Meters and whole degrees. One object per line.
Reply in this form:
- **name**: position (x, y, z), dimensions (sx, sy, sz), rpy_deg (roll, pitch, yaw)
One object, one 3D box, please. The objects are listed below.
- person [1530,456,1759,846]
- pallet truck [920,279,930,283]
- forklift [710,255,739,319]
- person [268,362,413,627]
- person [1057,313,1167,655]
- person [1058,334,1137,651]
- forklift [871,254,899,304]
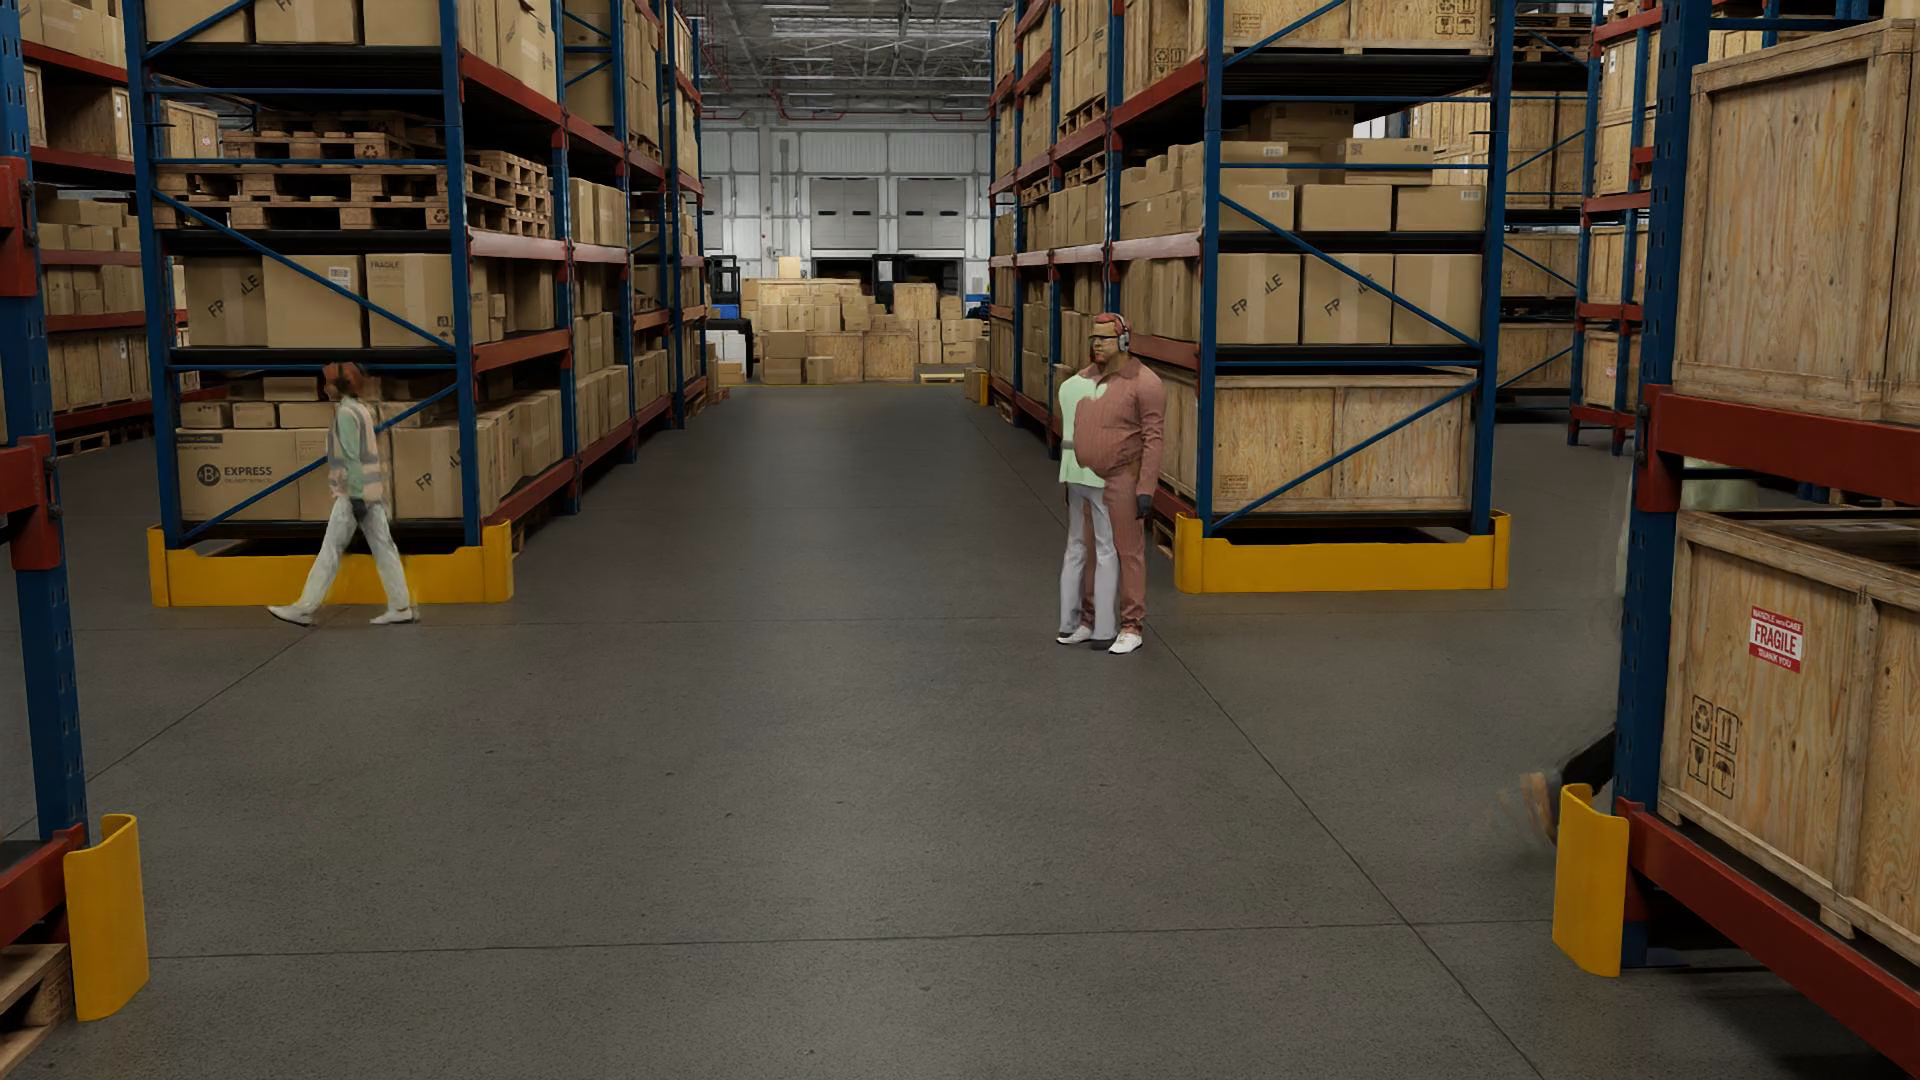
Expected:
- **person**: position (2.529, 0.207, 5.956), dimensions (0.898, 1.957, 0.629), rpy_deg (0, 9, -3)
- **pallet truck**: position (-0.932, -8.922, 63.114), dimensions (1.885, 1.965, 0.823), rpy_deg (2, 9, 13)
- **forklift**: position (-8.368, -8.713, 59.038), dimensions (1.129, 2.768, 1.873), rpy_deg (-1, 9, -4)
- **person**: position (-3.715, -0.260, 9.947), dimensions (0.843, 1.592, 0.546), rpy_deg (-1, 9, -8)
- **person**: position (0.833, -0.318, 9.372), dimensions (0.639, 1.911, 0.406), rpy_deg (9, 13, 44)
- **person**: position (0.776, -0.290, 9.433), dimensions (0.565, 1.836, 0.396), rpy_deg (9, 13, 43)
- **forklift**: position (-2.482, -8.176, 55.669), dimensions (1.129, 2.768, 1.873), rpy_deg (-6, 11, -32)
